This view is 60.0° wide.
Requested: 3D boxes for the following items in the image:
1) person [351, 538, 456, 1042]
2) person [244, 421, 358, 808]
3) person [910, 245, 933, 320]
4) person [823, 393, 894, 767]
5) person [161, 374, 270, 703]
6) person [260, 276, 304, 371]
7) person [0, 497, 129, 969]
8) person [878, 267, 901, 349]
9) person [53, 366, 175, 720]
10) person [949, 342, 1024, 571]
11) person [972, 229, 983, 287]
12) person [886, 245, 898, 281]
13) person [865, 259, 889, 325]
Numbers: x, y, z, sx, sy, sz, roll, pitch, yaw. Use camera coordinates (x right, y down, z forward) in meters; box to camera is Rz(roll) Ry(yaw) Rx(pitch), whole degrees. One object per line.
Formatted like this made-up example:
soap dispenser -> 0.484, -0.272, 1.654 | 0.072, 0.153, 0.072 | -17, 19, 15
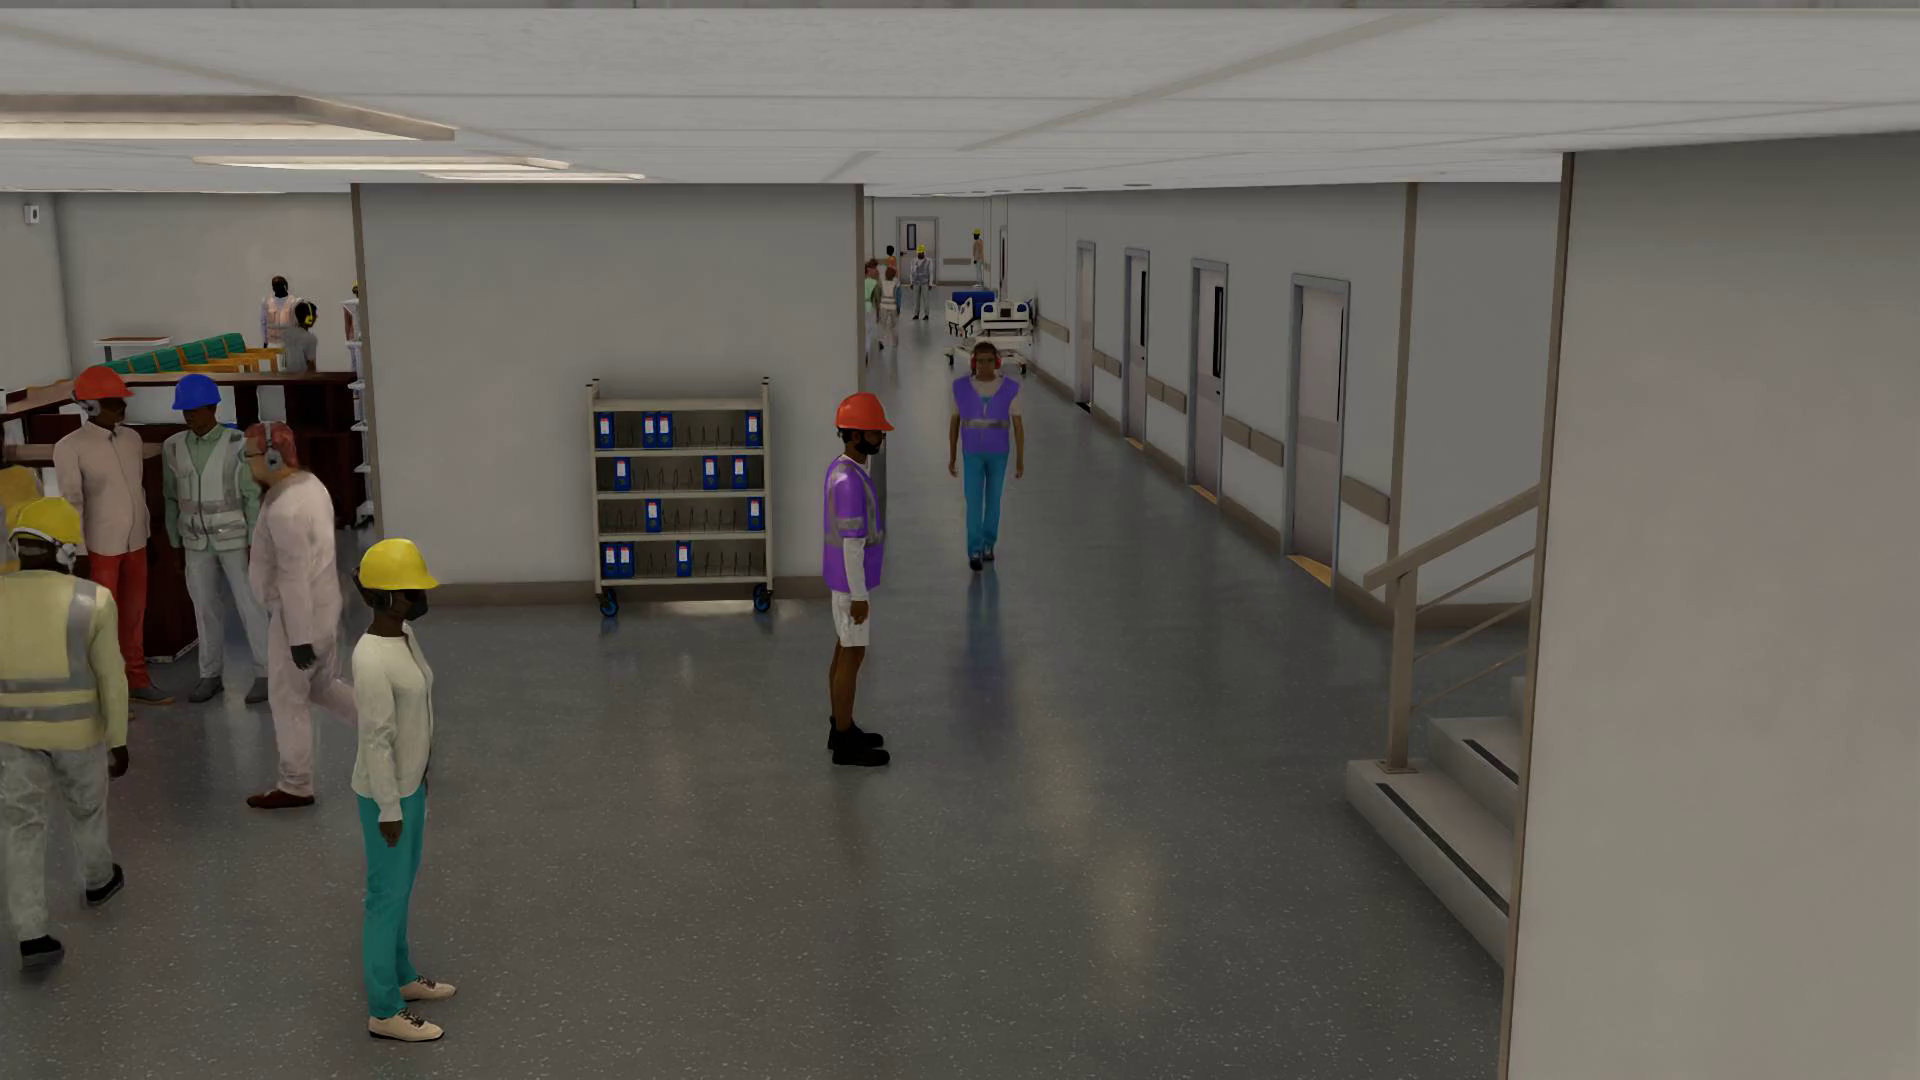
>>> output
person -> -1.949, 0.860, 5.833 | 0.328, 1.767, 0.532 | -2, 12, -8
person -> -3.076, 0.354, 8.003 | 0.702, 1.886, 0.669 | -2, 12, -8
person -> -0.947, -6.300, 40.692 | 0.590, 1.824, 0.403 | 4, 12, 21
person -> -0.523, 0.199, 8.643 | 0.376, 1.935, 0.550 | -1, 12, -7
person -> -4.306, 0.002, 9.626 | 0.600, 1.939, 0.421 | 1, 12, 4
person -> -9.645, -2.840, 23.733 | 0.626, 1.844, 0.429 | -2, 12, -8
person -> -3.561, 0.725, 6.503 | 0.608, 1.771, 0.961 | -3, 12, -16
person -> -1.408, -4.582, 32.814 | 0.512, 1.609, 0.815 | 2, 12, 11
person -> -4.777, 0.015, 9.394 | 0.385, 1.993, 0.623 | 3, 12, 14
person -> 0.213, -0.660, 13.177 | 0.593, 1.792, 0.950 | 0, 12, -1
person -> 0.583, -9.492, 56.018 | 0.369, 1.928, 0.586 | 3, 12, 14
person -> -1.852, -7.164, 45.239 | 0.321, 1.688, 0.535 | 2, 12, 8
person -> -1.945, -5.577, 37.725 | 0.844, 1.578, 0.566 | -9, 15, -38
